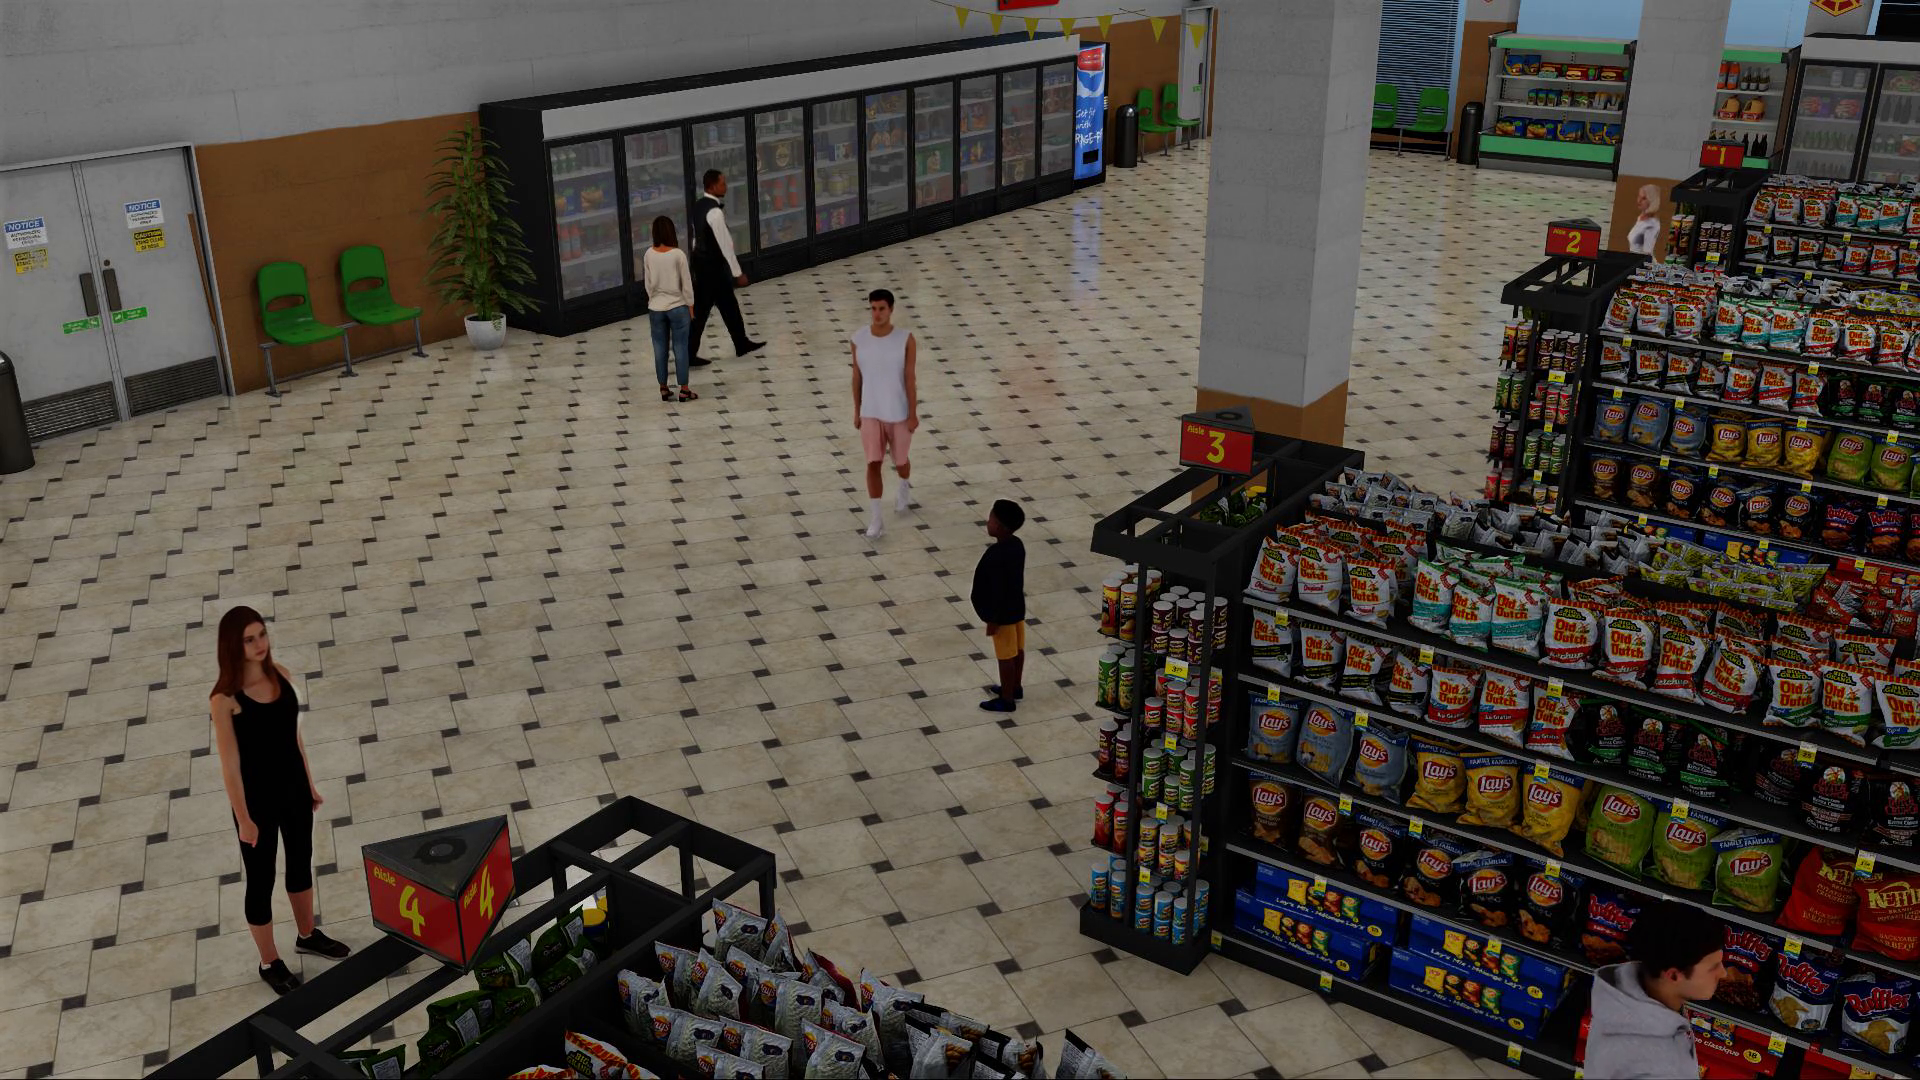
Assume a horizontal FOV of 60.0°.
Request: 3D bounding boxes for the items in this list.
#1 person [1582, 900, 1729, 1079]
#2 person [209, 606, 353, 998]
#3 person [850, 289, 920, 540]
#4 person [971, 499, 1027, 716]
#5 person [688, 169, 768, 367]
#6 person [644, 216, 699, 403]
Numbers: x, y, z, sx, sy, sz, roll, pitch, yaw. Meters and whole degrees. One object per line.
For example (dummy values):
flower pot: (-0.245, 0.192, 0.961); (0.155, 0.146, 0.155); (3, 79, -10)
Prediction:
person: (1.802, 1.868, 4.801); (0.784, 1.913, 0.785); (7, 23, 16)
person: (-2.911, 1.078, 7.020); (0.560, 1.726, 0.599); (9, 24, 22)
person: (-0.505, -0.943, 12.012); (1.151, 1.753, 1.033); (3, 22, 8)
person: (0.265, 0.368, 9.396); (0.571, 1.271, 0.553); (9, 24, 22)
person: (-2.470, -2.500, 15.810); (1.138, 1.810, 1.227); (-10, 24, -24)
person: (-2.607, -2.071, 14.915); (0.566, 1.682, 0.726); (8, 23, 18)
